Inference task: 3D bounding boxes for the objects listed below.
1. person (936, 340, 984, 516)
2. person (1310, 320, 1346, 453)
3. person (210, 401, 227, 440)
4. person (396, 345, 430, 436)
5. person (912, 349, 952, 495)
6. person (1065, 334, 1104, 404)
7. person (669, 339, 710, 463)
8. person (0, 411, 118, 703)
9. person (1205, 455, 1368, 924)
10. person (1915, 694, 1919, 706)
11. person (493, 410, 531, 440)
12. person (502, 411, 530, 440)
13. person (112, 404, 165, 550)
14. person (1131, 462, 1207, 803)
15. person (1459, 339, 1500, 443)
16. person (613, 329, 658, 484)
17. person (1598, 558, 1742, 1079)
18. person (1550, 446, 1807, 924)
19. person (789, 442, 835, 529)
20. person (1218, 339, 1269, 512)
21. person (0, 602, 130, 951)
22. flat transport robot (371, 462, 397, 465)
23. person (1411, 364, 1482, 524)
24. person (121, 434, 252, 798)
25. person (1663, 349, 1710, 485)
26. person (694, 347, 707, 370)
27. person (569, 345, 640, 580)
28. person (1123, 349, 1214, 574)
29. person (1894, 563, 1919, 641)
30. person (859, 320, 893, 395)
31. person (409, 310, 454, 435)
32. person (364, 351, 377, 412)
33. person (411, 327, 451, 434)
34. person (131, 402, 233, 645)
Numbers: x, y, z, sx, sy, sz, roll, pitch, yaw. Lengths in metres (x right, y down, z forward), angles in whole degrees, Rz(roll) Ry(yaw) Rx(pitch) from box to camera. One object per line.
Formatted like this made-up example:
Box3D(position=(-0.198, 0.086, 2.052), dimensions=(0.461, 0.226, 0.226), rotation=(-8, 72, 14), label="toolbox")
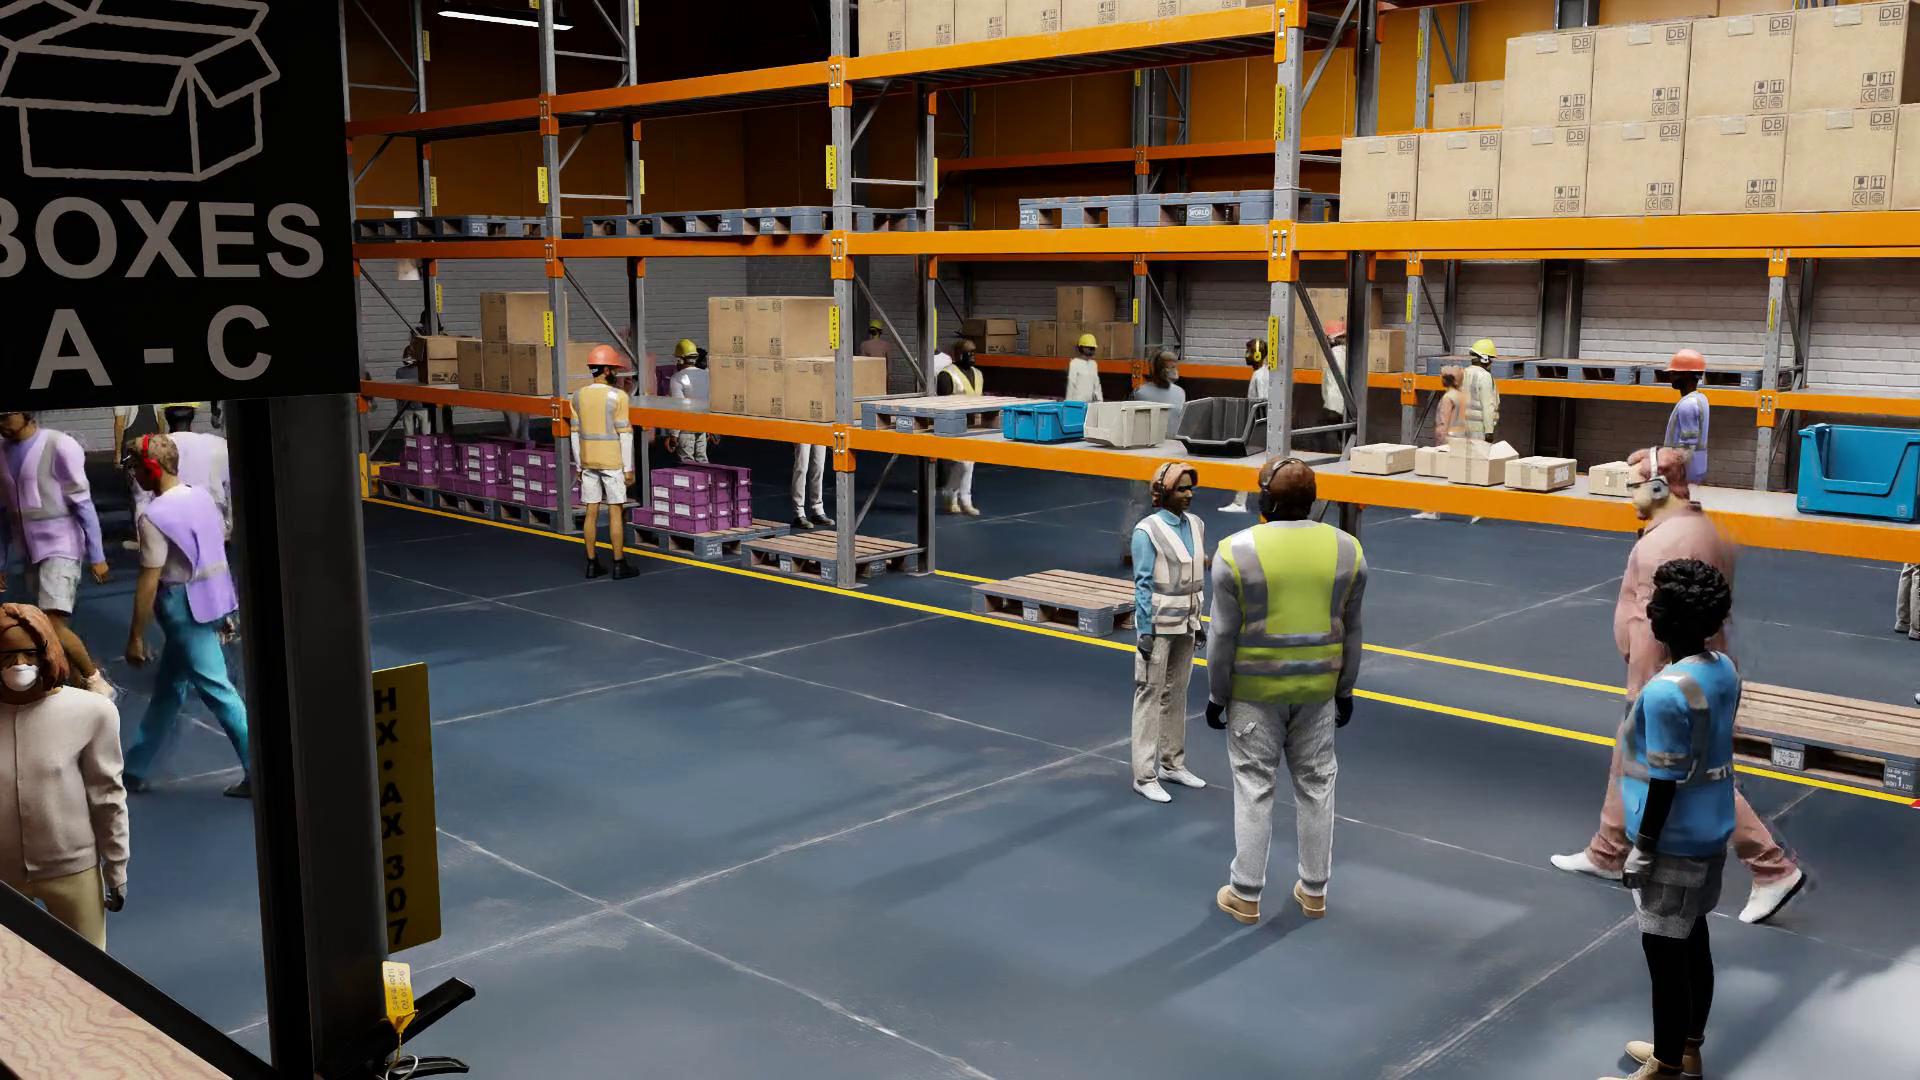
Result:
Box3D(position=(0.042, -1.150, 17.195), dimensions=(0.448, 1.832, 0.651), rotation=(8, 12, 39), label="person")
Box3D(position=(4.246, -1.548, 19.243), dimensions=(0.881, 1.955, 0.650), rotation=(6, 11, 33), label="person")
Box3D(position=(-8.208, -1.483, 18.931), dimensions=(0.638, 1.933, 0.426), rotation=(-2, 9, -13), label="person")
Box3D(position=(-6.691, -1.581, 20.450), dimensions=(0.499, 1.634, 0.285), rotation=(1, 9, 7), label="person")
Box3D(position=(-0.318, -1.462, 18.870), dimensions=(0.391, 1.914, 0.587), rotation=(7, 12, 38), label="person")
Box3D(position=(1.635, -1.708, 20.879), dimensions=(0.764, 1.734, 0.558), rotation=(7, 12, 38), label="person")
Box3D(position=(-2.817, -1.160, 17.265), dimensions=(0.404, 1.829, 0.600), rotation=(6, 11, 31), label="person")
Box3D(position=(-5.032, 0.086, 9.098), dimensions=(0.650, 1.999, 0.518), rotation=(3, 10, 19), label="person")
Box3D(position=(1.258, 0.586, 6.522), dimensions=(0.631, 1.846, 0.429), rotation=(-2, 9, -9), label="person")
Box3D(position=(5.812, 0.140, 9.143), dimensions=(0.605, 1.876, 0.946), rotation=(-5, 10, -27), label="person")
Box3D(position=(-5.451, -1.750, 20.659), dimensions=(0.628, 1.902, 0.887), rotation=(-7, 11, -35), label="person")
Box3D(position=(-6.049, -2.034, 22.488), dimensions=(0.479, 1.876, 0.675), rotation=(8, 12, 40), label="person")
Box3D(position=(-7.501, -0.829, 15.192), dimensions=(0.346, 1.846, 0.507), rotation=(5, 11, 29), label="person")
Box3D(position=(1.014, 0.434, 8.077), dimensions=(0.307, 1.640, 0.518), rotation=(8, 12, 41), label="person")
Box3D(position=(5.462, -1.198, 17.516), dimensions=(0.403, 1.826, 0.586), rotation=(-2, 9, -12), label="person")
Box3D(position=(-3.919, -1.611, 19.868), dimensions=(0.609, 1.884, 0.677), rotation=(6, 11, 35), label="person")
Box3D(position=(2.177, 0.896, 5.074), dimensions=(0.318, 1.697, 0.535), rotation=(8, 12, 40), label="person")
Box3D(position=(2.939, 0.558, 6.684), dimensions=(0.961, 1.858, 0.673), rotation=(7, 11, 35), label="person")
Box3D(position=(-1.474, -1.054, 16.461), dimensions=(0.355, 1.883, 0.575), rotation=(8, 12, 41), label="person")
Box3D(position=(3.197, -1.183, 17.410), dimensions=(0.855, 1.845, 0.533), rotation=(3, 10, 15), label="person")
Box3D(position=(-2.662, 0.976, 4.798), dimensions=(0.497, 1.629, 0.276), rotation=(-4, 10, -23), label="person")
Box3D(position=(-7.451, -0.789, 19.761), dimensions=(1.431, 0.197, 0.652), rotation=(-3, 10, -16), label="flat transport robot")
Box3D(position=(4.982, -0.965, 16.739), dimensions=(0.761, 1.611, 0.523), rotation=(5, 11, 29), label="person")
Box3D(position=(-3.761, 0.382, 7.958), dimensions=(1.009, 1.779, 0.583), rotation=(0, 9, -2), label="person")
Box3D(position=(5.644, -0.520, 13.017), dimensions=(0.357, 1.938, 0.542), rotation=(5, 11, 29), label="person")
Box3D(position=(-2.936, -1.302, 18.548), dimensions=(0.316, 1.693, 0.561), rotation=(-3, 10, -18), label="person")
Box3D(position=(-2.935, -0.635, 13.733), dimensions=(0.546, 1.934, 0.376), rotation=(3, 10, 20), label="person")
Box3D(position=(1.727, -0.637, 13.887), dimensions=(0.647, 1.879, 1.035), rotation=(-8, 12, -39), label="person")
Box3D(position=(6.707, -0.121, 11.488), dimensions=(0.312, 1.636, 0.518), rotation=(2, 9, 11), label="person")
Box3D(position=(-1.314, -2.554, 26.027), dimensions=(0.524, 1.764, 0.329), rotation=(-1, 9, -6), label="person")
Box3D(position=(-7.025, -2.061, 22.148), dimensions=(0.678, 2.000, 0.537), rotation=(0, 9, 2), label="person")
Box3D(position=(-7.749, -1.794, 21.165), dimensions=(0.546, 1.834, 0.816), rotation=(1, 9, 6), label="person")
Box3D(position=(-6.832, -1.796, 21.206), dimensions=(0.533, 1.816, 0.934), rotation=(8, 12, 41), label="person")
Box3D(position=(-4.712, -0.024, 10.163), dimensions=(0.587, 1.873, 0.983), rotation=(-4, 10, -25), label="person")
